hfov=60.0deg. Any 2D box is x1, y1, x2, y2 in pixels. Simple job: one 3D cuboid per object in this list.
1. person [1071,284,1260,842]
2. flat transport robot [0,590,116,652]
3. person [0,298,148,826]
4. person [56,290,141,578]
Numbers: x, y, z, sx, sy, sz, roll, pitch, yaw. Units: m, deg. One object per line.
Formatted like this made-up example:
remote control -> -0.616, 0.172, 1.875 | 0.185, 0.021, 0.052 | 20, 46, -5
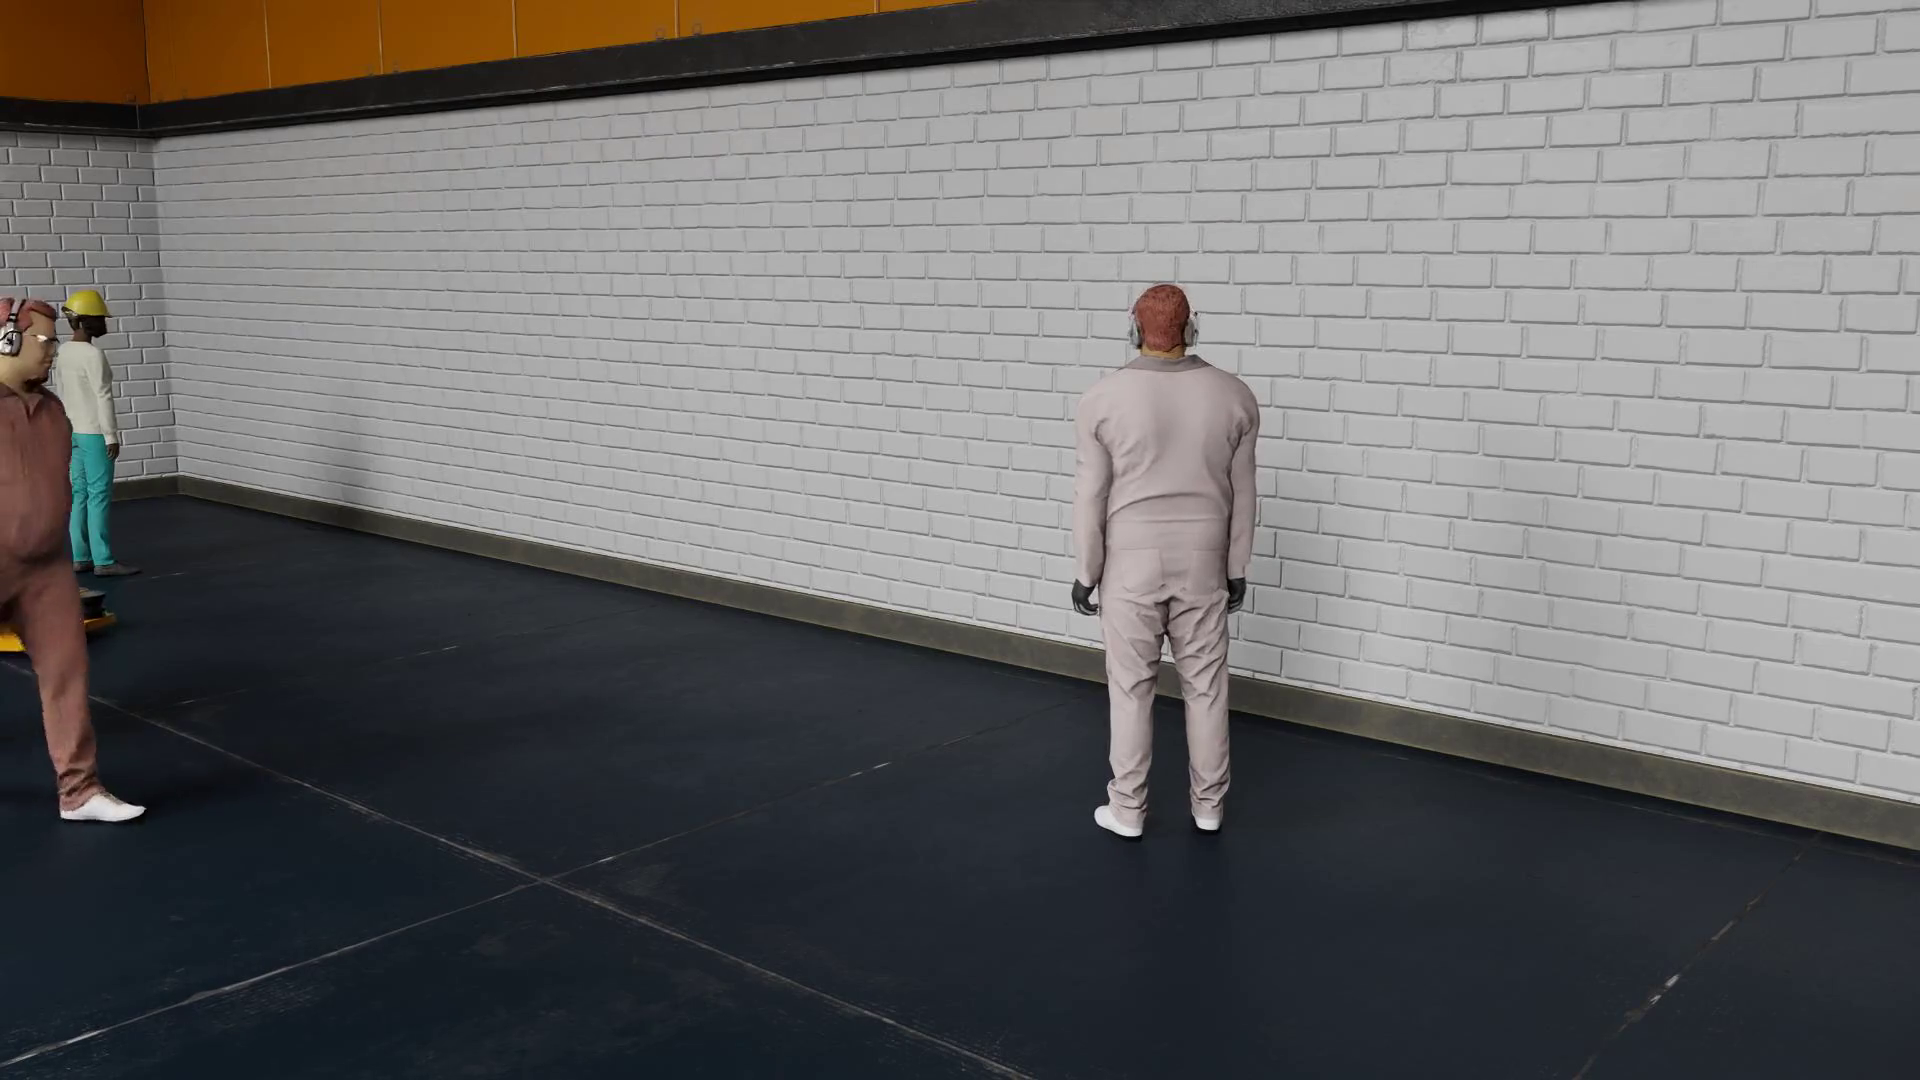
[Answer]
person -> 0.685, 0.086, 5.696 | 0.643, 1.902, 0.399 | -1, 10, -8
flat transport robot -> -5.232, 0.386, 8.621 | 1.431, 0.197, 0.652 | 2, 10, 11
person -> -3.395, 0.085, 5.827 | 0.965, 1.854, 0.703 | 4, 11, 19
person -> -5.347, -0.652, 10.280 | 0.533, 1.765, 0.326 | 7, 12, 36
